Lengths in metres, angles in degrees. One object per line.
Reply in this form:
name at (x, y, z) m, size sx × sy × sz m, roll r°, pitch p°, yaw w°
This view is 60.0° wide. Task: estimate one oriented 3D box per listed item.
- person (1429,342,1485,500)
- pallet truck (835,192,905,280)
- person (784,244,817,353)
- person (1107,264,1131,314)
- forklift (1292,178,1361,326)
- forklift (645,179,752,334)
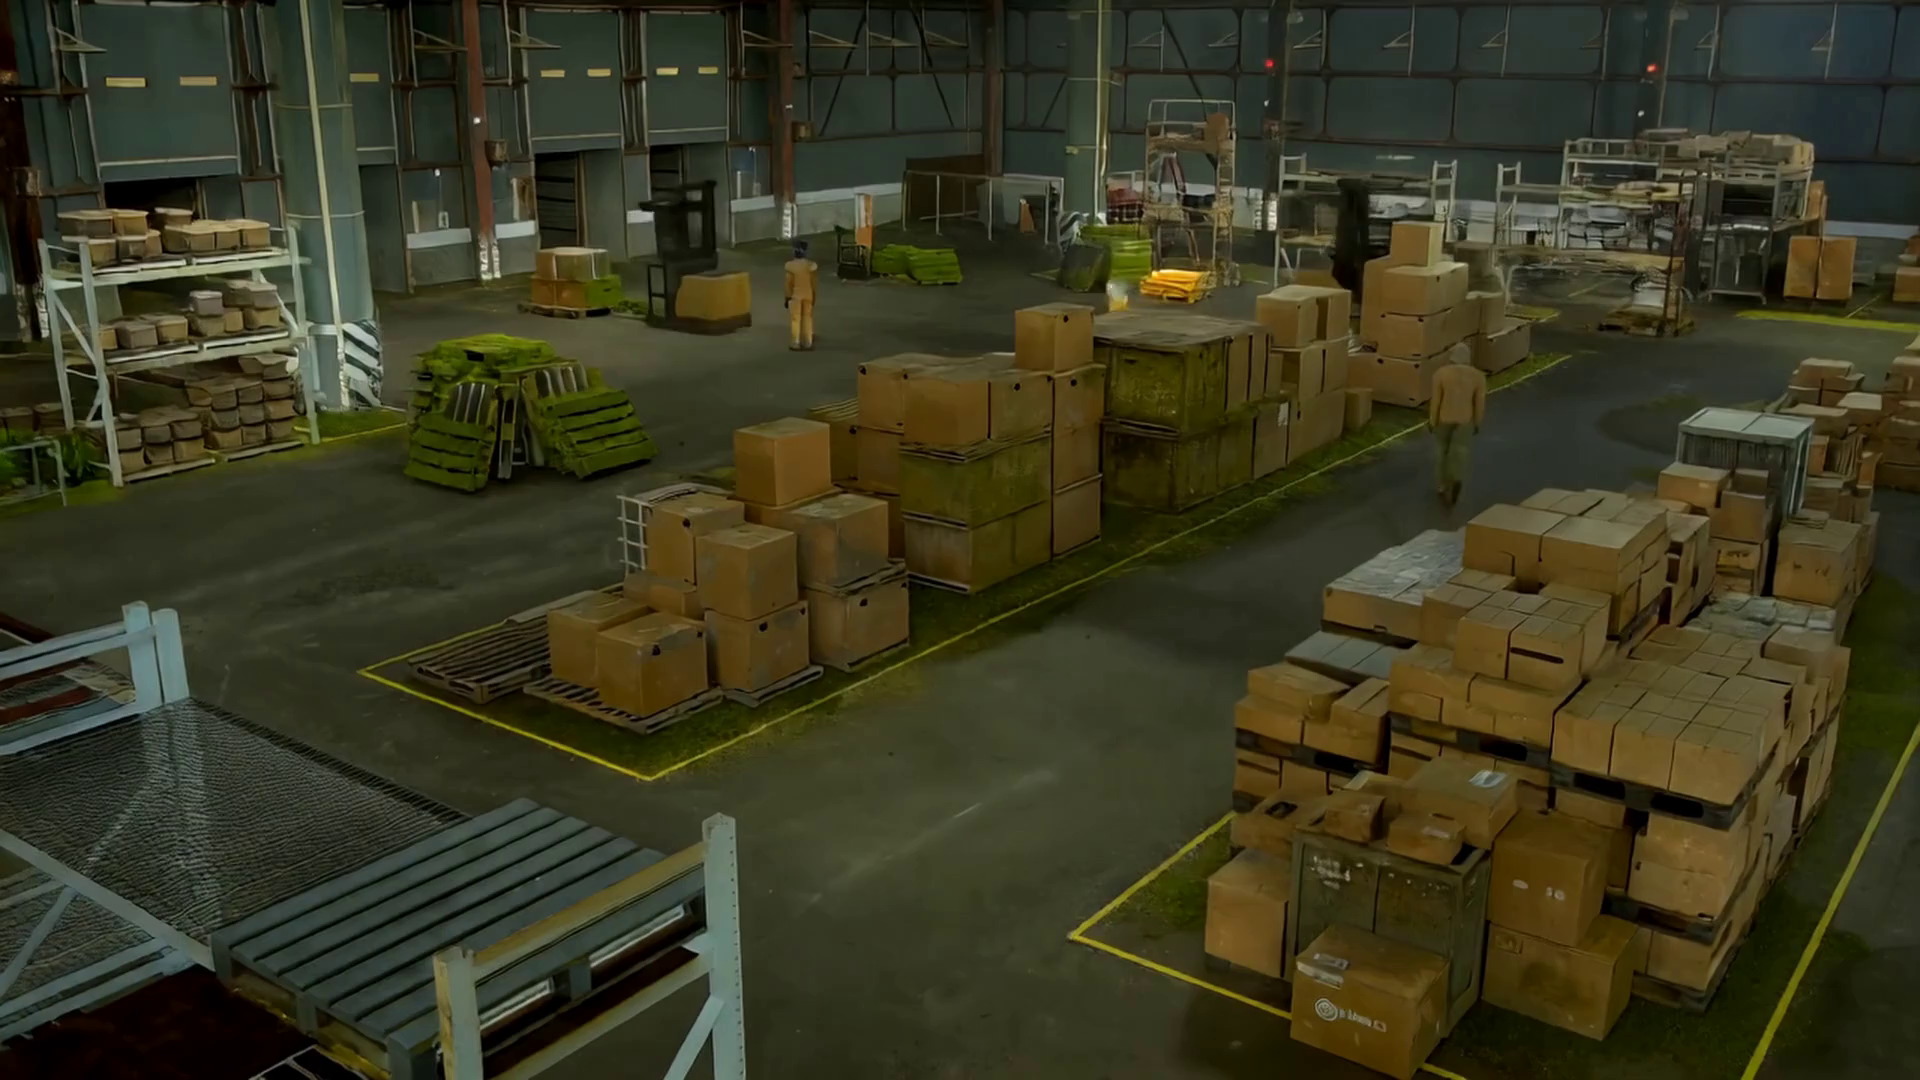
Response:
person at (6.017, -1.438, 20.204) m, size 0.638 × 1.914 × 0.853 m, roll 4°, pitch 17°, yaw 13°
pallet truck at (-1.936, -7.159, 38.982) m, size 1.885 × 1.965 × 0.823 m, roll -12°, pitch 21°, yaw -34°
person at (-2.843, -4.308, 29.668) m, size 0.634 × 1.930 × 0.384 m, roll -9°, pitch 19°, yaw -28°
person at (2.733, -3.984, 29.004) m, size 0.532 × 1.680 × 0.366 m, roll 14°, pitch 22°, yaw 38°
forklift at (7.463, -5.595, 32.302) m, size 1.873 × 2.768 × 1.129 m, roll 5°, pitch 18°, yaw 17°
forklift at (-5.042, -5.468, 31.880) m, size 1.873 × 2.768 × 1.129 m, roll 12°, pitch 21°, yaw 35°
